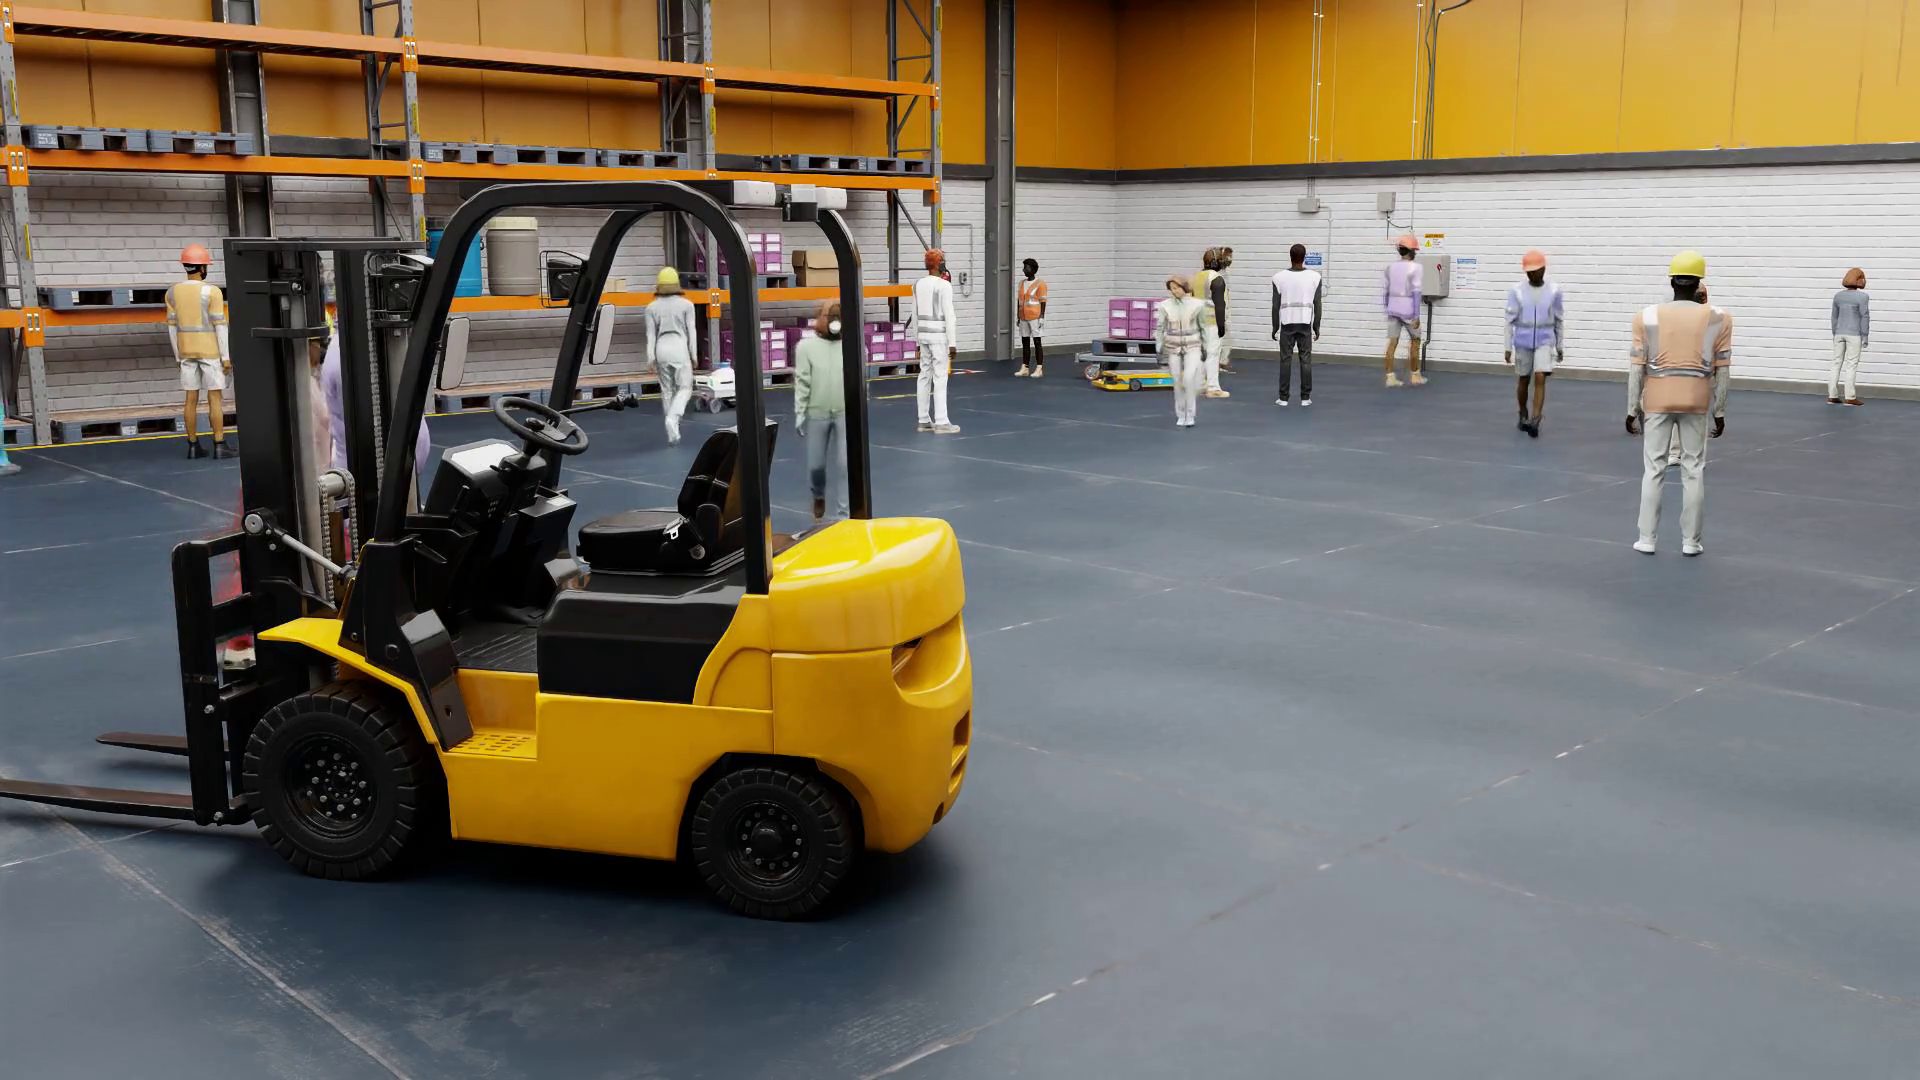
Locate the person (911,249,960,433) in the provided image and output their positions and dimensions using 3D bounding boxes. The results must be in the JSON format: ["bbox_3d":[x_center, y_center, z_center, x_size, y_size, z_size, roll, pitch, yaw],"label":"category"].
[{"bbox_3d":[-0.250,-2.036,17.076,0.347,1.883,0.584,-10,14,-43],"label":"person"}]

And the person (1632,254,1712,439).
[{"bbox_3d":[7.143,-1.928,16.575,0.723,1.849,0.555,-1,10,-4],"label":"person"}]

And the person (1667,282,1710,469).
[{"bbox_3d":[6.329,-1.422,14.425,0.310,1.631,0.505,-4,11,-19],"label":"person"}]

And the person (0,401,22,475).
[{"bbox_3d":[-8.225,-1.420,13.847,0.604,1.826,0.661,1,10,5],"label":"person"}]

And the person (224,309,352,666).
[{"bbox_3d":[-3.044,-0.249,7.803,0.943,1.709,0.530,-3,11,-15],"label":"person"}]

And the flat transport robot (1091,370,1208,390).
[{"bbox_3d":[2.515,-2.124,21.951,1.431,0.197,0.652,-3,11,-13],"label":"flat transport robot"}]

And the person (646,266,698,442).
[{"bbox_3d":[-2.823,-1.795,16.195,0.489,1.724,0.610,2,11,9],"label":"person"}]

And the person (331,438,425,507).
[{"bbox_3d":[-4.107,-0.955,11.398,1.002,1.813,0.561,-1,10,-8],"label":"person"}]

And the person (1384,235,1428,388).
[{"bbox_3d":[5.976,-3.031,22.137,0.853,2.013,0.642,-8,13,-38],"label":"person"}]

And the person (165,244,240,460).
[{"bbox_3d":[-6.846,-1.688,15.028,0.546,1.938,0.361,1,10,7],"label":"person"}]

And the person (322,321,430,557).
[{"bbox_3d":[-2.443,-0.204,7.027,0.410,1.908,0.643,-4,11,-21],"label":"person"}]

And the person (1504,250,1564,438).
[{"bbox_3d":[5.815,-1.986,16.833,0.602,1.859,1.040,3,11,17],"label":"person"}]

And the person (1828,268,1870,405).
[{"bbox_3d":[10.634,-2.425,19.873,0.282,1.636,0.500,-4,11,-21],"label":"person"}]

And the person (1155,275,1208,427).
[{"bbox_3d":[2.338,-1.984,17.527,0.532,1.608,0.614,3,11,18],"label":"person"}]

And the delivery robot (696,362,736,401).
[{"bbox_3d":[-2.694,-1.807,19.196,0.707,0.478,0.477,-10,14,-44],"label":"delivery robot"}]

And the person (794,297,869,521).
[{"bbox_3d":[-0.870,-0.844,11.295,0.511,1.614,0.607,-1,10,-6],"label":"person"}]

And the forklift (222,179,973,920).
[{"bbox_3d":[-1.114,-0.058,5.440,2.313,2.155,1.214,2,11,13],"label":"forklift"}]

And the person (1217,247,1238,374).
[{"bbox_3d":[3.831,-3.331,24.250,0.618,1.849,0.539,6,12,30],"label":"person"}]

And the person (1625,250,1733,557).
[{"bbox_3d":[4.531,-0.857,10.527,0.594,1.924,0.382,3,11,18],"label":"person"}]

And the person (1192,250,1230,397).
[{"bbox_3d":[3.155,-2.710,20.869,0.429,1.844,0.624,-4,11,-22],"label":"person"}]

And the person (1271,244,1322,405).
[{"bbox_3d":[4.002,-2.555,19.809,0.592,1.920,0.392,1,10,6],"label":"person"}]

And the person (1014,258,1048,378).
[{"bbox_3d":[1.005,-3.161,23.722,0.541,1.695,0.315,10,14,44],"label":"person"}]
